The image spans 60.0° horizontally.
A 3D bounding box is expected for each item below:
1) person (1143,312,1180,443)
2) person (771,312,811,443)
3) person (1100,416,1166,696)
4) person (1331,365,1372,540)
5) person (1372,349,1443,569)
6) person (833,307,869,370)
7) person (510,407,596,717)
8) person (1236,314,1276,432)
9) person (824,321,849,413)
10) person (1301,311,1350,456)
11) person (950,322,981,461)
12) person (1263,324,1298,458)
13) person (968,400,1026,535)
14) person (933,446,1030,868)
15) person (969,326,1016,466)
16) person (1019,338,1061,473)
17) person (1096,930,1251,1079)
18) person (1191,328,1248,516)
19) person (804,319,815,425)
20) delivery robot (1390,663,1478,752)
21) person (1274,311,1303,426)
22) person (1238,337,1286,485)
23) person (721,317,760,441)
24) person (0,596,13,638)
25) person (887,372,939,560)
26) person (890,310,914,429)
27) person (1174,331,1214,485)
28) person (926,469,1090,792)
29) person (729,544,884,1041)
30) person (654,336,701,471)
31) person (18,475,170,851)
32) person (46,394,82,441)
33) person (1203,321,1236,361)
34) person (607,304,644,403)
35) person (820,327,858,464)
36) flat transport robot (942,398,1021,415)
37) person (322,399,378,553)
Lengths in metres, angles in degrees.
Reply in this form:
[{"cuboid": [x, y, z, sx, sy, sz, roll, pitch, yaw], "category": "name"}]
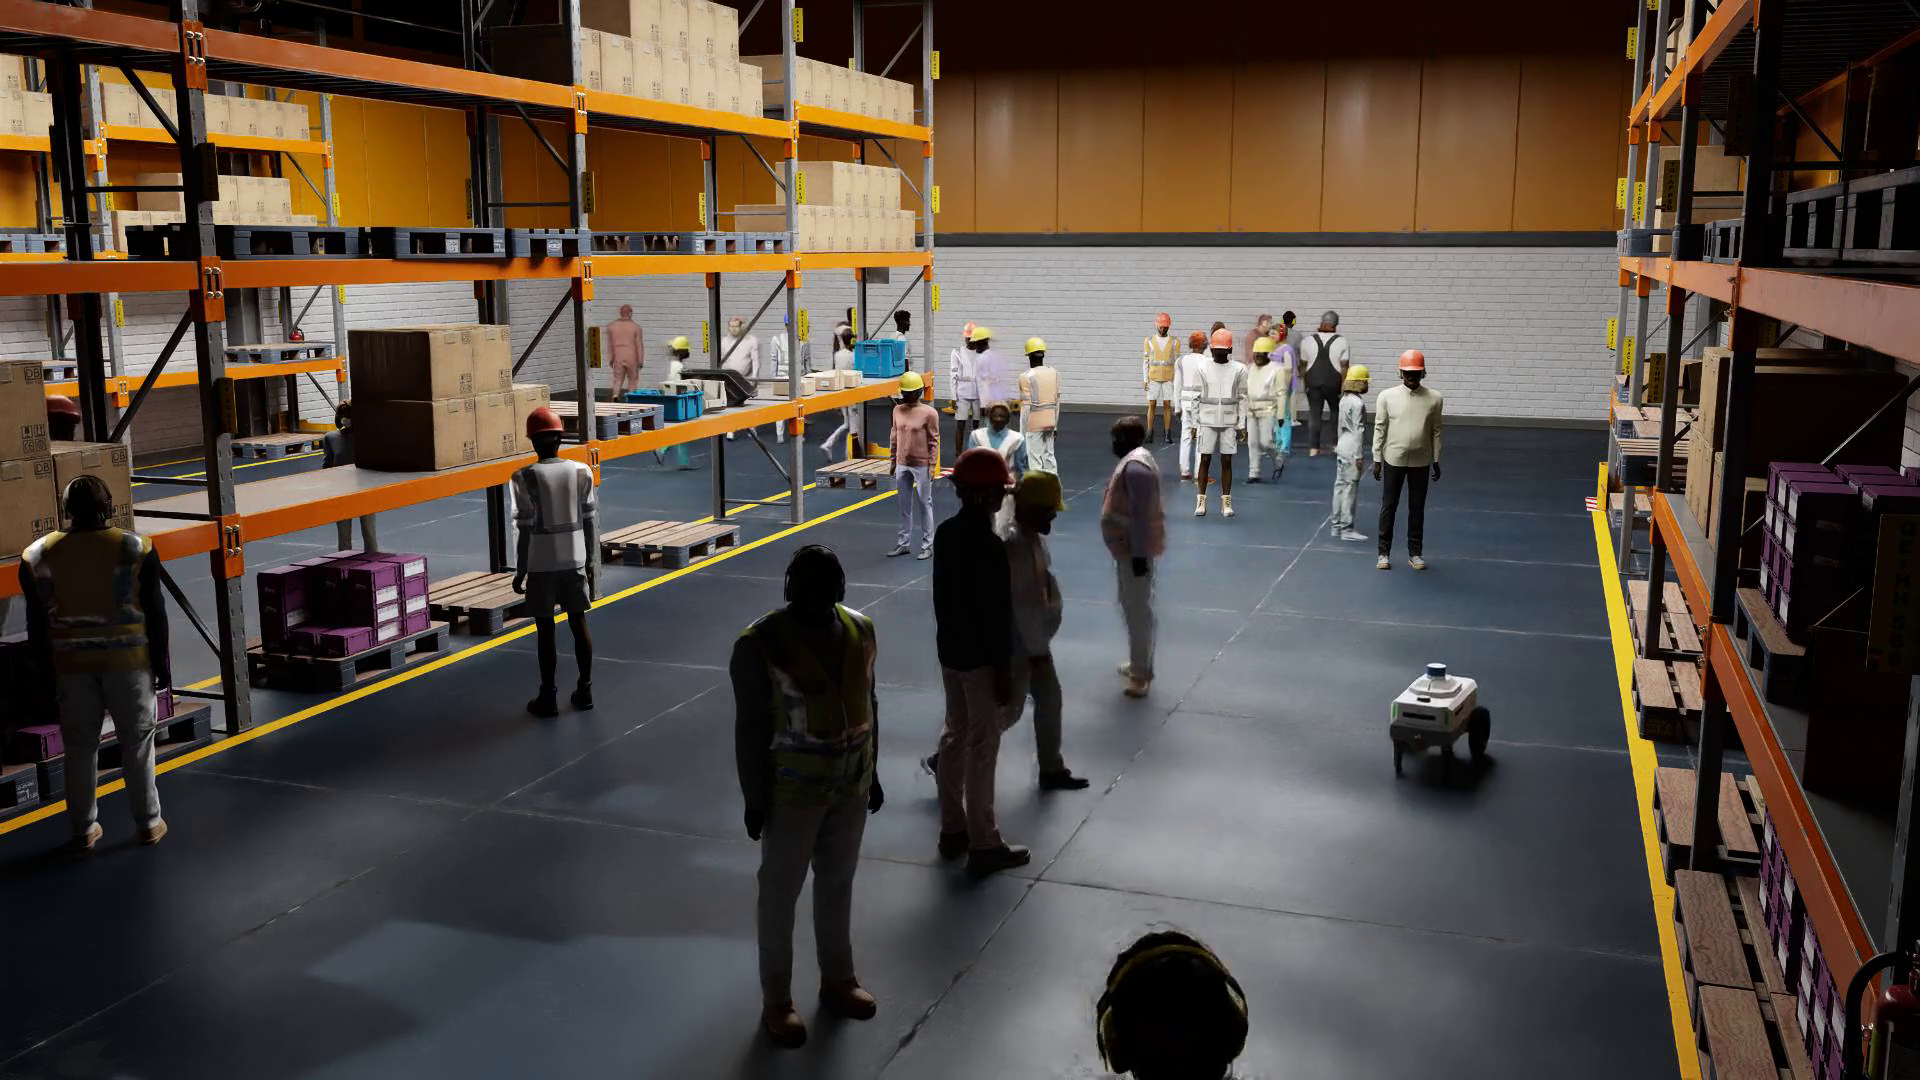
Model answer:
[{"cuboid": [2.974, -2.388, 24.566, 0.542, 1.936, 0.362, 1, 10, 6], "category": "person"}, {"cuboid": [-2.502, -2.404, 24.614, 0.602, 1.949, 0.396, -3, 11, -19], "category": "person"}, {"cuboid": [1.139, 0.093, 10.991, 0.433, 1.807, 0.726, 0, 10, 3], "category": "person"}, {"cuboid": [3.920, -0.874, 16.580, 0.321, 1.742, 0.492, -1, 10, -7], "category": "person"}, {"cuboid": [4.039, -0.721, 15.007, 0.622, 1.992, 0.395, 0, 10, 2], "category": "person"}, {"cuboid": [-1.845, -3.003, 28.207, 0.605, 1.879, 0.966, -2, 10, -9], "category": "person"}, {"cuboid": [-2.539, 0.137, 10.369, 0.543, 1.927, 0.375, -7, 12, -35], "category": "person"}, {"cuboid": [4.651, -2.637, 26.226, 0.685, 1.852, 0.982, -9, 14, -42], "category": "person"}, {"cuboid": [-2.055, -2.998, 28.876, 0.679, 1.619, 0.535, -8, 13, -37], "category": "person"}, {"cuboid": [5.136, -2.212, 23.275, 0.699, 2.000, 0.879, 5, 11, 24], "category": "person"}, {"cuboid": [0.146, -1.884, 21.743, 0.542, 1.930, 0.375, -2, 10, -9], "category": "person"}, {"cuboid": [4.440, -2.049, 22.907, 0.387, 1.845, 0.565, -1, 10, -3], "category": "person"}, {"cuboid": [0.312, -0.421, 14.406, 0.517, 1.604, 0.801, 2, 10, 12], "category": "person"}, {"cuboid": [0.083, 0.547, 7.867, 0.382, 1.995, 0.612, -5, 11, -28], "category": "person"}, {"cuboid": [0.438, -1.815, 21.450, 0.661, 1.895, 0.601, 3, 11, 17], "category": "person"}, {"cuboid": [0.844, -1.243, 18.165, 0.589, 1.917, 0.392, -9, 13, -41], "category": "person"}, {"cuboid": [0.315, 1.516, 2.858, 0.519, 1.843, 0.482, -2, 10, -13], "category": "person"}, {"cuboid": [2.794, -1.261, 17.943, 0.605, 2.034, 0.390, 1, 10, 5], "category": "person"}, {"cuboid": [-2.579, -2.762, 27.151, 0.322, 1.765, 0.533, -8, 13, -37], "category": "person"}, {"cuboid": [2.689, 0.944, 9.424, 0.477, 0.478, 0.707, 6, 12, 29], "category": "delivery robot"}, {"cuboid": [5.315, -2.771, 26.928, 0.508, 1.865, 0.328, 5, 11, 28], "category": "person"}, {"cuboid": [3.696, -1.569, 20.287, 0.470, 1.818, 0.605, -9, 13, -40], "category": "person"}, {"cuboid": [-3.315, -2.435, 25.084, 0.635, 1.855, 1.023, 0, 10, 1], "category": "person"}, {"cuboid": [-6.843, -0.024, 12.222, 0.520, 1.595, 0.847, 5, 11, 27], "category": "person"}, {"cuboid": [-0.442, -0.692, 15.516, 0.523, 1.760, 0.327, 6, 12, 32], "category": "person"}, {"cuboid": [-0.872, -2.449, 24.821, 0.367, 1.966, 0.607, -4, 11, -21], "category": "person"}, {"cuboid": [2.933, -1.616, 20.428, 0.588, 1.873, 0.507, 6, 12, 32], "category": "person"}, {"cuboid": [0.247, 0.496, 8.797, 0.792, 1.780, 0.587, 2, 10, 10], "category": "person"}, {"cuboid": [-0.539, 0.920, 6.207, 0.633, 1.839, 0.429, -8, 13, -39], "category": "person"}, {"cuboid": [-3.658, -1.748, 21.458, 0.523, 1.751, 0.543, -2, 10, -14], "category": "person"}, {"cuboid": [-4.159, 0.596, 8.068, 0.618, 1.836, 0.430, -2, 10, -11], "category": "person"}, {"cuboid": [-6.166, -0.053, 11.555, 0.449, 1.894, 0.576, -2, 10, -13], "category": "person"}, {"cuboid": [3.668, -2.188, 23.694, 0.515, 1.842, 0.328, 2, 10, 13], "category": "person"}, {"cuboid": [-5.843, -3.173, 29.091, 0.667, 1.893, 0.589, 1, 10, 6], "category": "person"}, {"cuboid": [-1.513, -1.867, 21.887, 0.568, 1.853, 0.510, -7, 12, -36], "category": "person"}, {"cuboid": [0.461, -2.330, 28.924, 1.431, 0.197, 0.652, -6, 12, -30], "category": "flat transport robot"}, {"cuboid": [-5.153, -0.384, 14.132, 0.497, 1.633, 0.283, -1, 10, -5], "category": "person"}]
